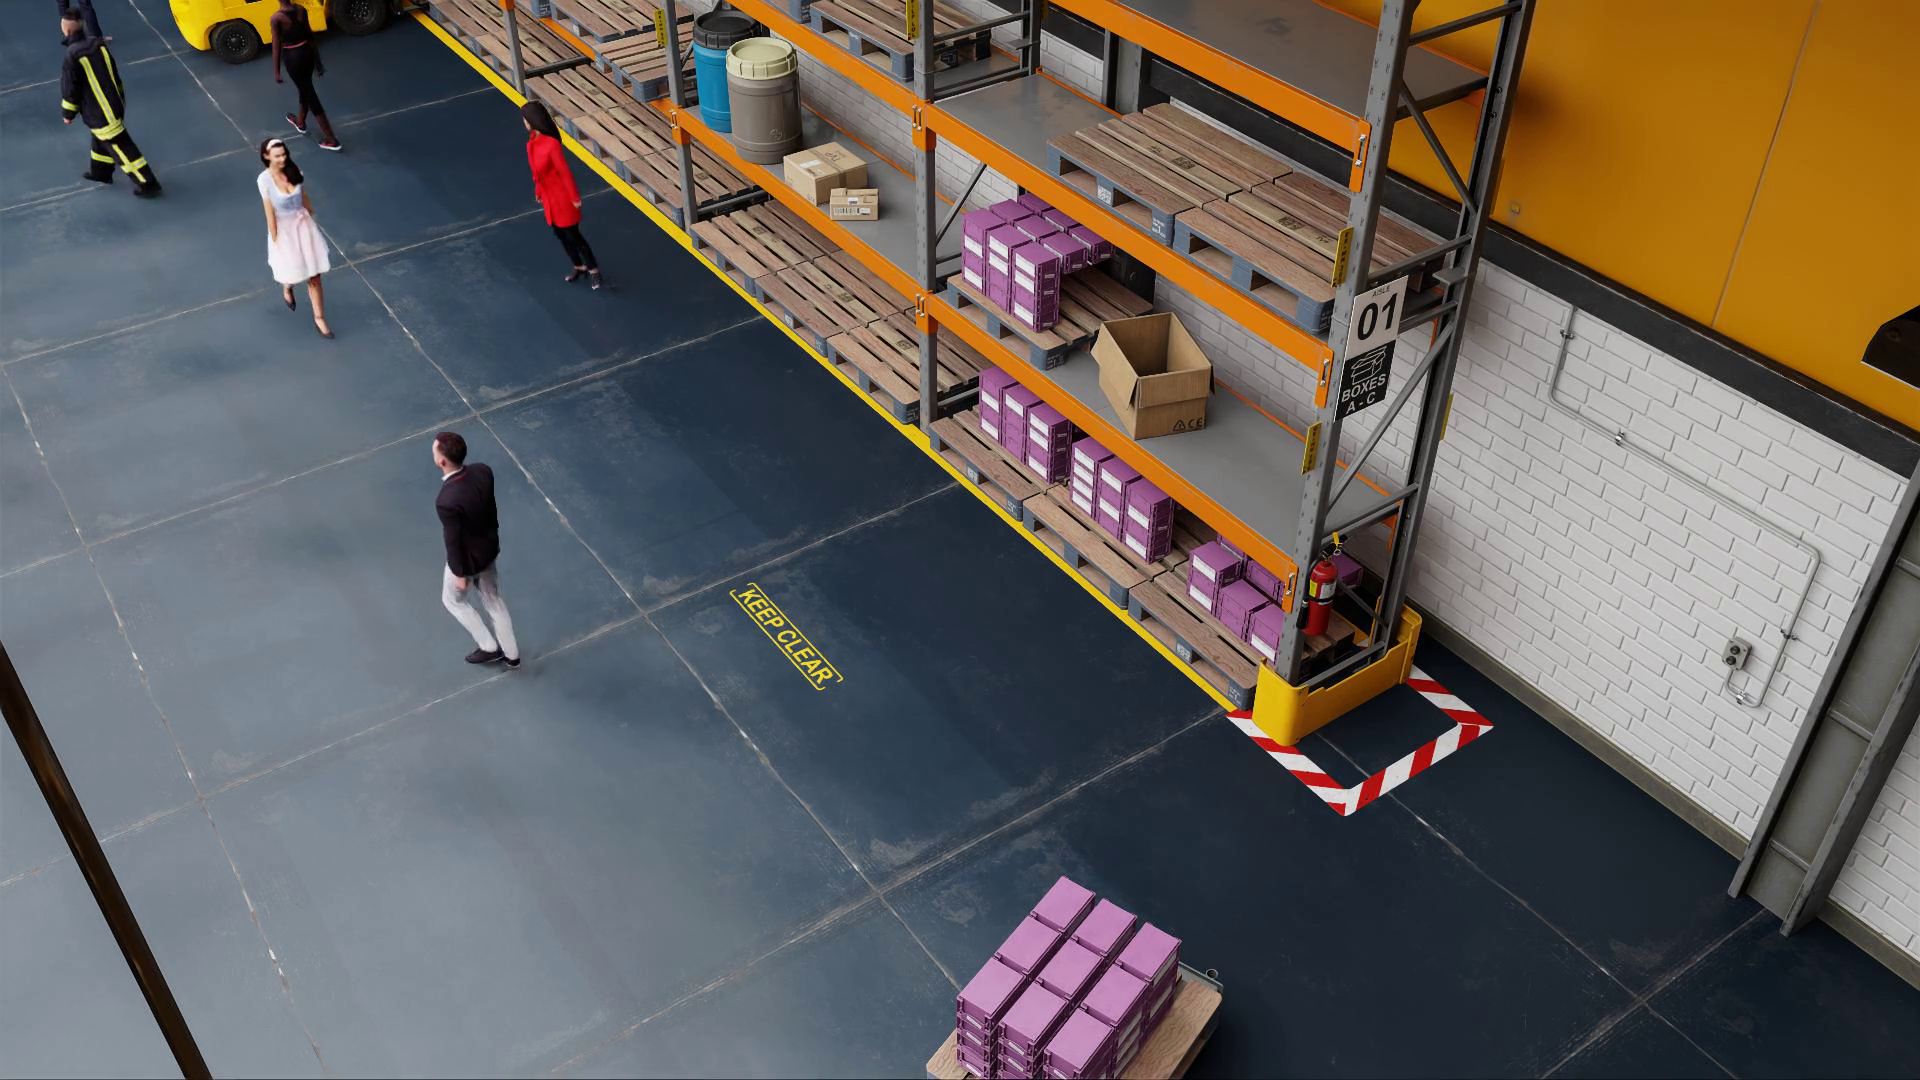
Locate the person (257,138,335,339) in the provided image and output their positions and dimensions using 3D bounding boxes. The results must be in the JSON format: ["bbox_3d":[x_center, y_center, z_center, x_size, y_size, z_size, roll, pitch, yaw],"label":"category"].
[{"bbox_3d":[-5.605,-2.524,13.892,0.911,1.800,0.757,30,48,32],"label":"person"}]

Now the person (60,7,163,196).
[{"bbox_3d":[-8.148,-4.131,15.890,1.224,1.818,1.194,4,39,4],"label":"person"}]

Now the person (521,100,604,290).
[{"bbox_3d":[-3.452,-2.994,14.549,0.617,1.714,0.821,23,44,26],"label":"person"}]

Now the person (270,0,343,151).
[{"bbox_3d":[-6.564,-4.747,16.730,1.161,1.732,0.903,20,43,24],"label":"person"}]

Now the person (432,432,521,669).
[{"bbox_3d":[-3.007,0.128,10.550,0.807,1.826,0.795,15,41,18],"label":"person"}]

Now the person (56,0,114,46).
[{"bbox_3d":[-10.152,-6.484,18.809,0.767,1.852,0.771,-2,39,-2],"label":"person"}]
